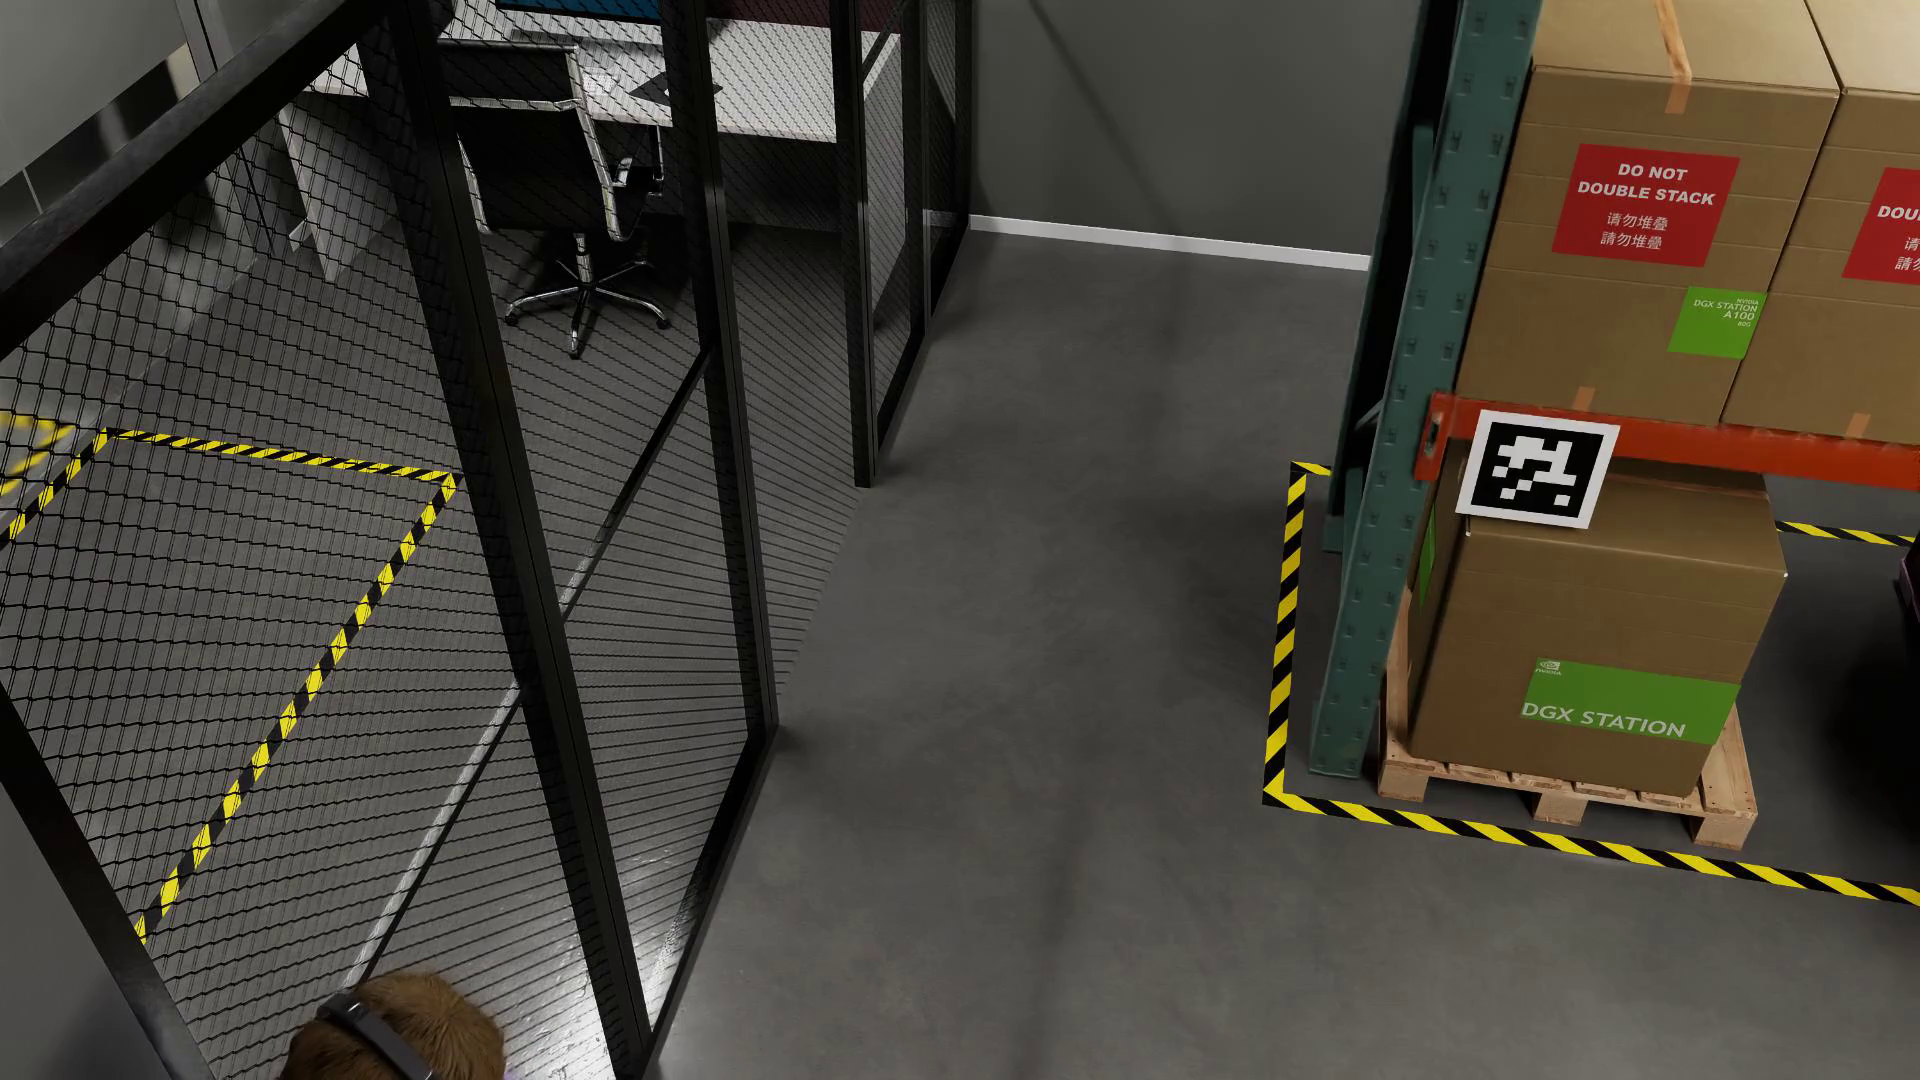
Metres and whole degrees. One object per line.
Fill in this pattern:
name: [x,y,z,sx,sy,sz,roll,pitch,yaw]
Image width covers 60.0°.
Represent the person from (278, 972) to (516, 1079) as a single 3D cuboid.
person: [-0.528,1.159,2.163,0.636,1.938,0.355,19,44,20]
